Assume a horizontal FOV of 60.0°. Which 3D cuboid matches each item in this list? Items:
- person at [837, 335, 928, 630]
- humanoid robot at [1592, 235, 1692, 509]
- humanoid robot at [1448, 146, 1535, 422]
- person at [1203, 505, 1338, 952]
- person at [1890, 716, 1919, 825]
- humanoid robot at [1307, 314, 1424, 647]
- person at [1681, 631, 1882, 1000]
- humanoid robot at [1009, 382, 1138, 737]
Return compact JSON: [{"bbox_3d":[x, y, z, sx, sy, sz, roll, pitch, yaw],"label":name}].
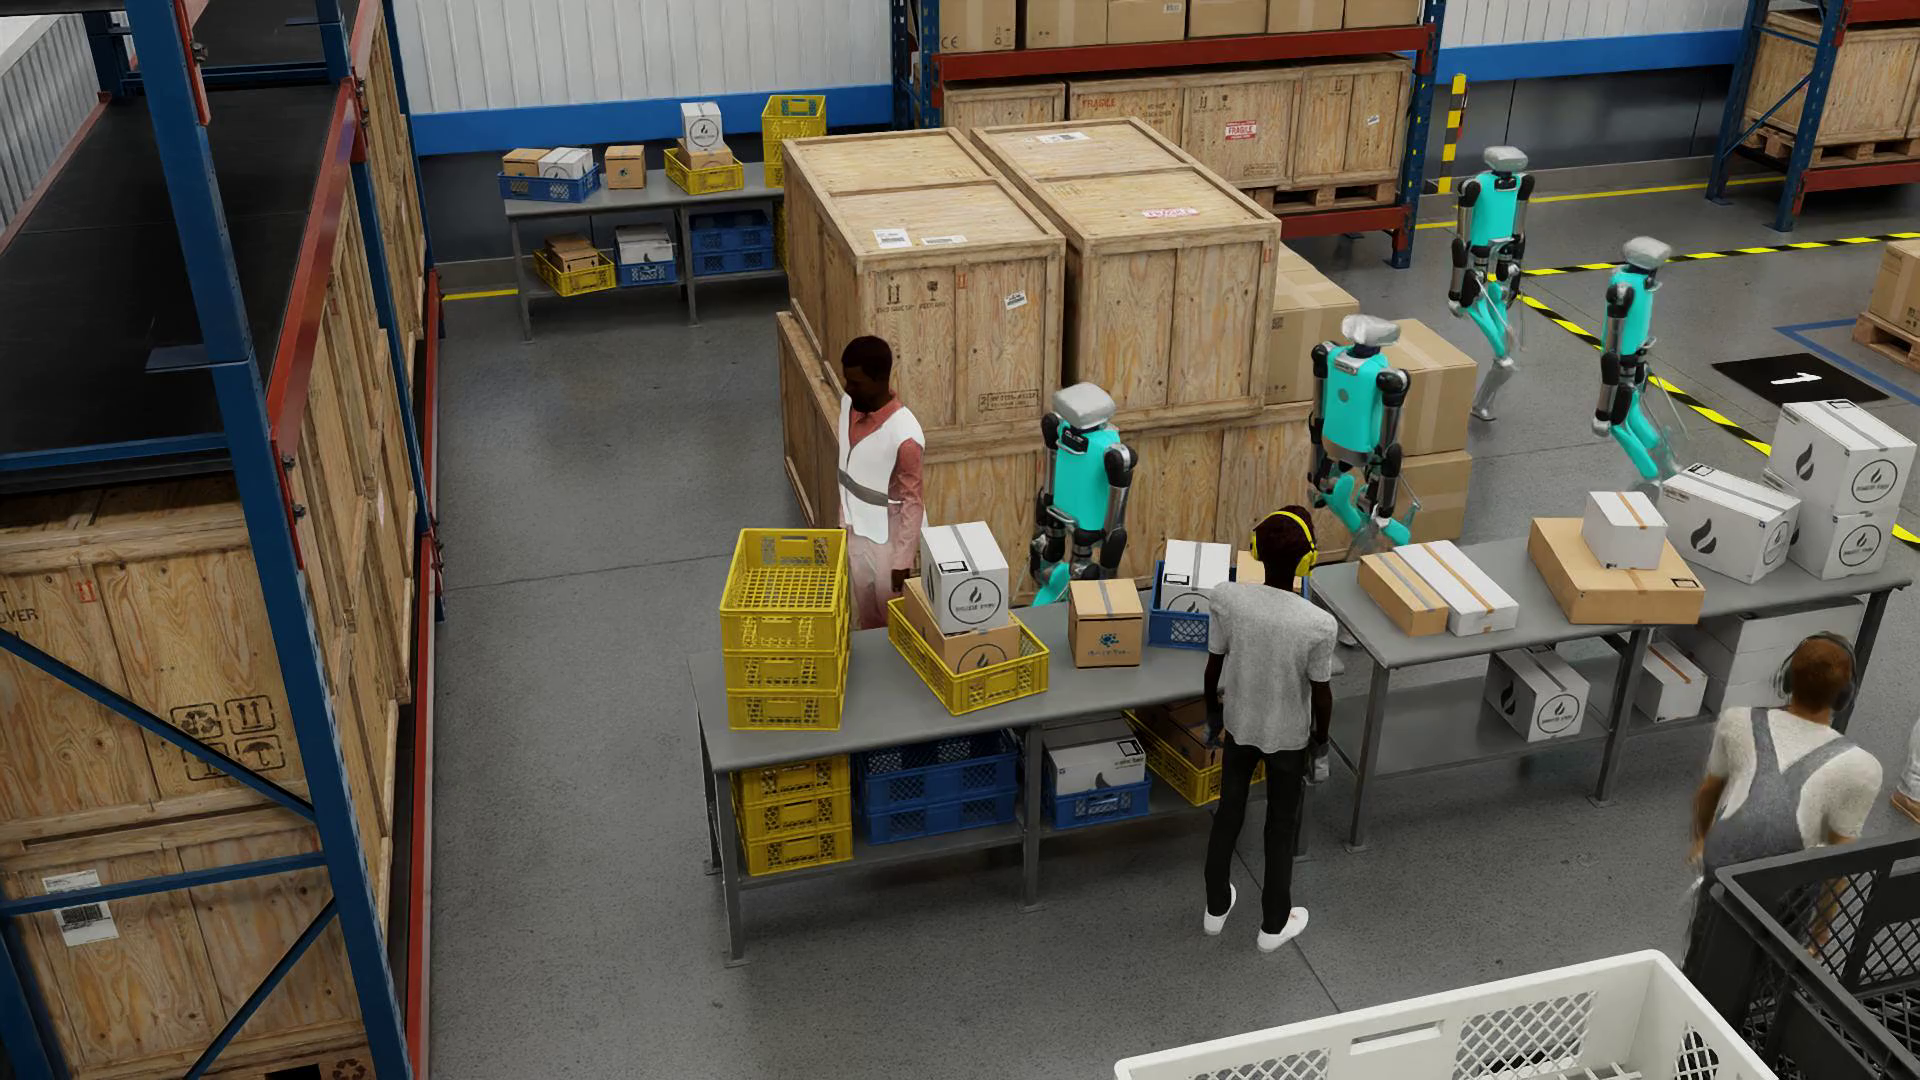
[{"bbox_3d":[-0.361,-0.029,7.464,0.393,1.915,0.590,-18,33,-29],"label":"person"},{"bbox_3d":[3.723,-0.697,8.921,0.720,1.822,0.548,19,34,31],"label":"humanoid robot"},{"bbox_3d":[3.375,-1.483,10.311,0.540,1.810,0.770,-12,31,-21],"label":"humanoid robot"},{"bbox_3d":[1.139,0.713,6.162,0.507,1.872,0.329,16,33,26],"label":"person"},{"bbox_3d":[4.285,0.362,6.843,0.628,1.835,0.429,-16,33,-27],"label":"person"},{"bbox_3d":[2.022,-0.283,8.107,0.672,1.803,0.531,-20,34,-31],"label":"humanoid robot"},{"bbox_3d":[2.723,1.073,5.577,0.518,1.793,0.969,23,36,35],"label":"person"},{"bbox_3d":[0.356,0.242,7.185,0.681,1.841,0.534,-19,34,-31],"label":"humanoid robot"}]
